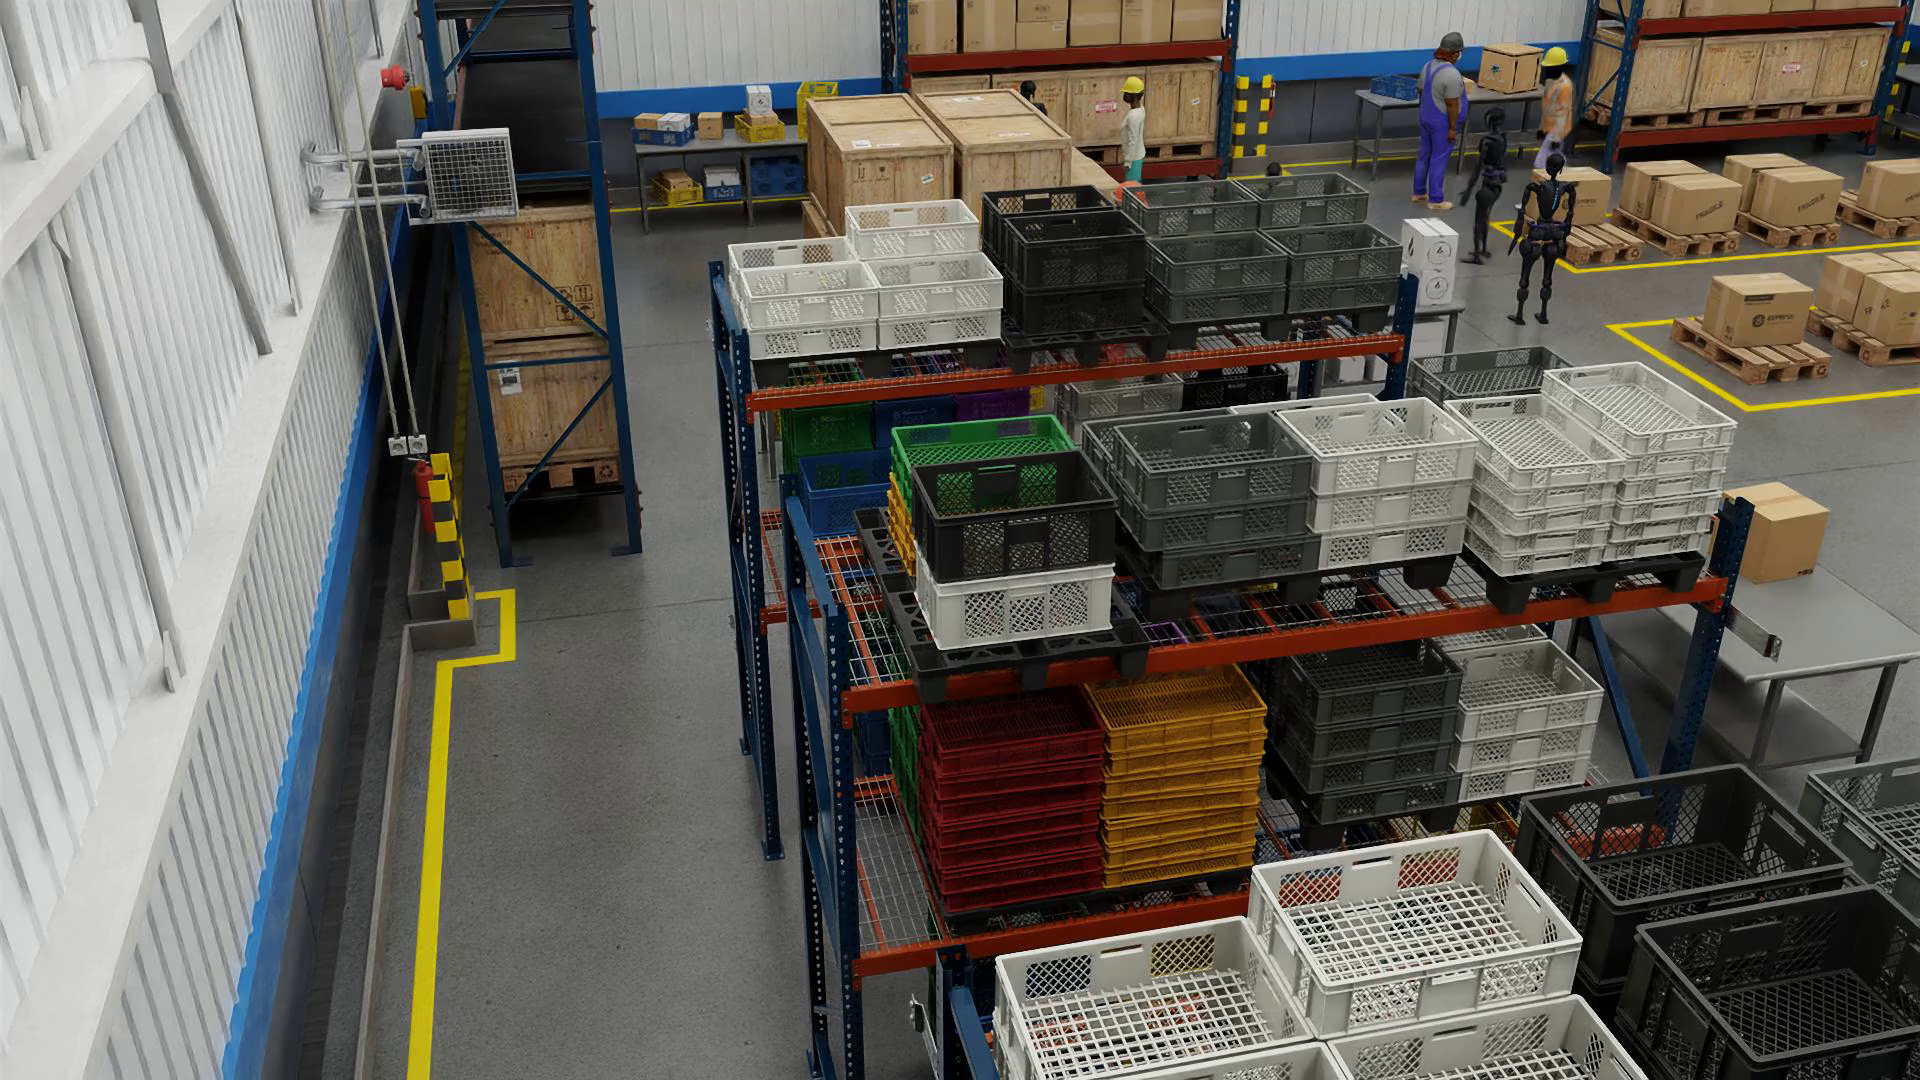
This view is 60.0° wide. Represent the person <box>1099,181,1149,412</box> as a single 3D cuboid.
[{"bbox_3d":[1.370,-2.065,14.125,0.390,1.985,0.610,-4,28,-8],"label":"person"}]

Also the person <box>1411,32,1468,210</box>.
[{"bbox_3d":[5.658,-4.912,19.467,0.539,2.000,0.688,-8,29,-15],"label":"person"}]

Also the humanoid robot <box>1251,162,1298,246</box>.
[{"bbox_3d":[2.906,-2.769,15.785,0.573,1.652,0.317,5,28,10],"label":"humanoid robot"}]

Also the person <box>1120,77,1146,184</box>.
[{"bbox_3d":[1.905,-4.258,18.517,0.311,1.768,0.522,6,28,11],"label":"person"}]

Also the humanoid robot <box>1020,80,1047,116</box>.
[{"bbox_3d":[0.752,-4.351,18.775,0.590,1.657,0.327,-19,33,-31],"label":"humanoid robot"}]

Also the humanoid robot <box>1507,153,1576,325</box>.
[{"bbox_3d":[5.606,-2.907,16.048,0.567,1.652,0.327,-2,28,-5],"label":"humanoid robot"}]

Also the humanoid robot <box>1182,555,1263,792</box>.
[{"bbox_3d":[1.425,0.768,9.091,0.556,1.616,0.644,9,29,17],"label":"humanoid robot"}]

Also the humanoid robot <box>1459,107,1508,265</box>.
[{"bbox_3d":[5.585,-3.774,17.688,0.370,1.655,0.610,18,33,30],"label":"humanoid robot"}]

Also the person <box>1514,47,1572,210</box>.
[{"bbox_3d":[6.882,-4.781,19.384,0.658,1.887,0.597,3,28,5],"label":"person"}]
